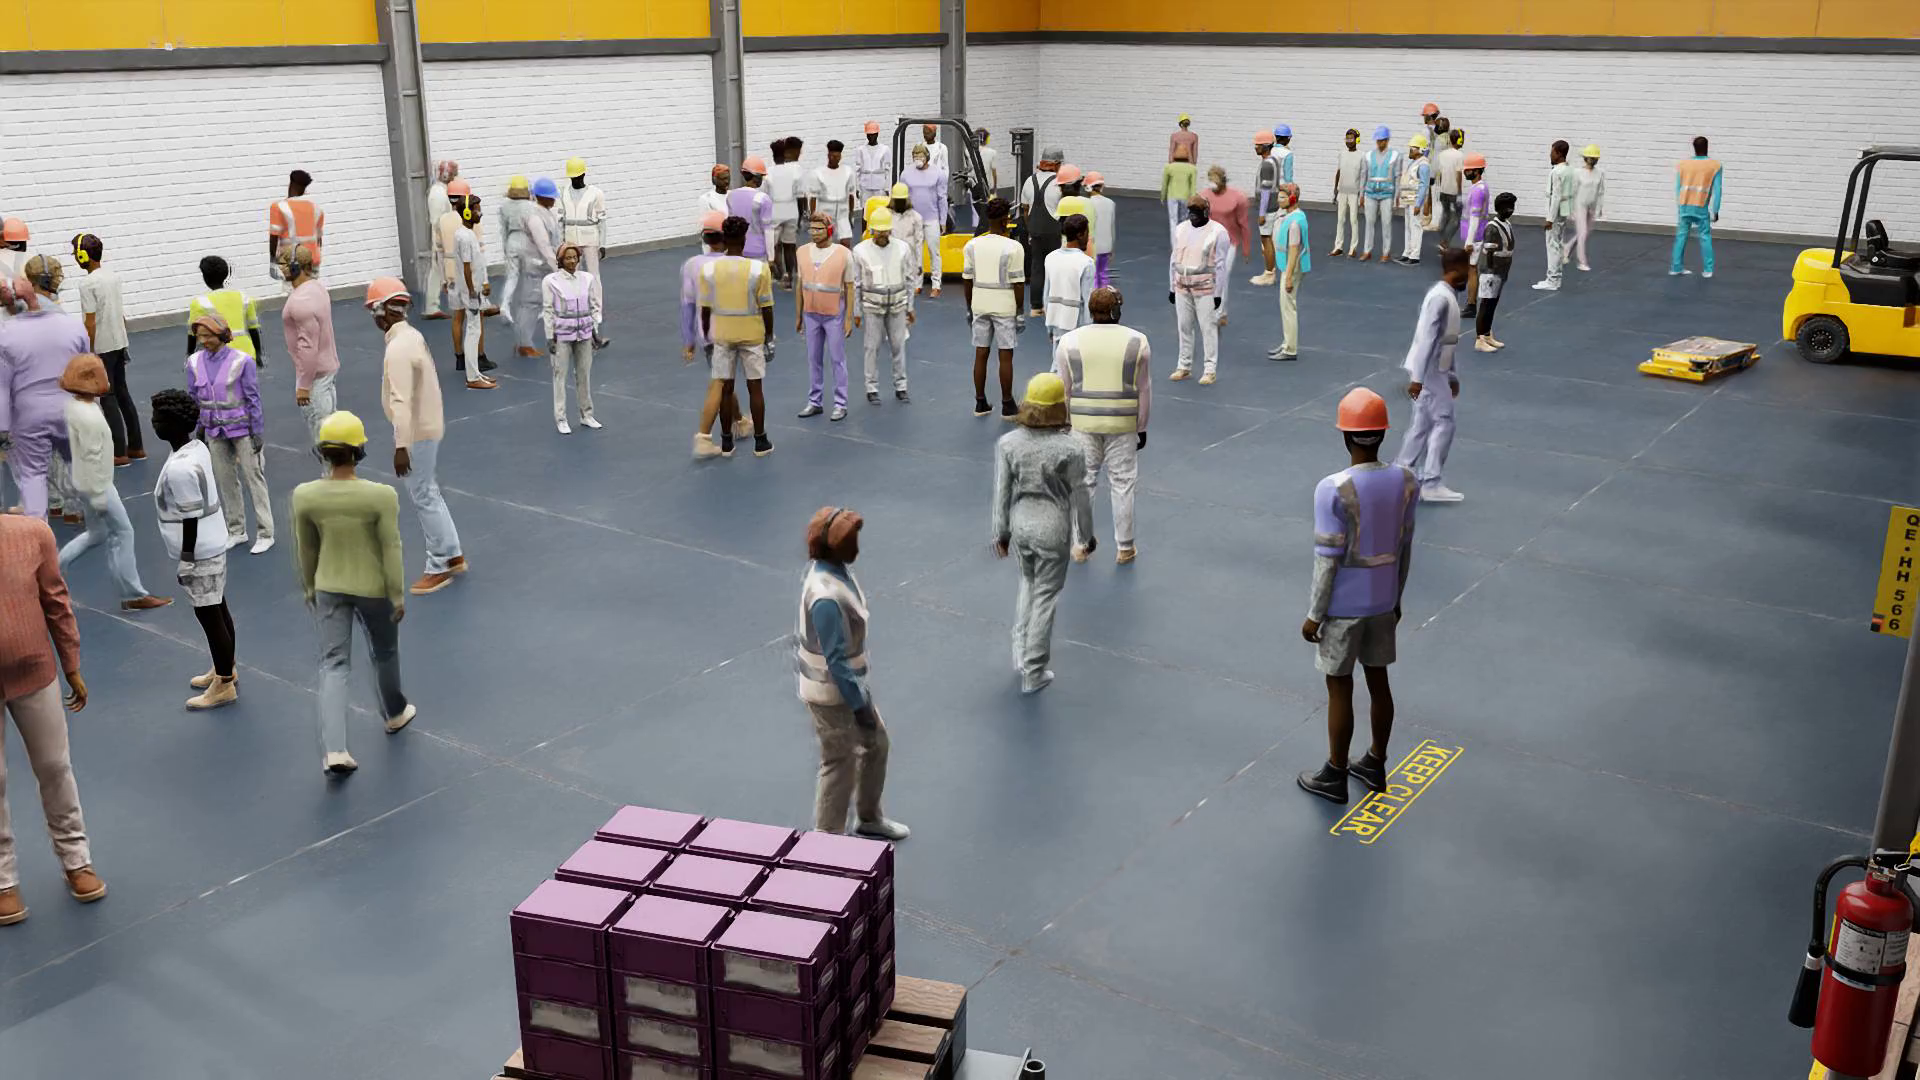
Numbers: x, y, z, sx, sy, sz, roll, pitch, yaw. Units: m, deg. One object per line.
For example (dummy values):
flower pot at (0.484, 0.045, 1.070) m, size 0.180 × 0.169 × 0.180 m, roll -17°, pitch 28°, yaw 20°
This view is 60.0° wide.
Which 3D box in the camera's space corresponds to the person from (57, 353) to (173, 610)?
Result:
person at (-5.236, -0.313, 9.932) m, size 0.698 × 1.610 × 0.507 m, roll -12°, pitch 21°, yaw -33°

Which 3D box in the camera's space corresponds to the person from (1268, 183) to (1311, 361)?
person at (3.454, -2.783, 17.298) m, size 0.388 × 1.835 × 0.572 m, roll 3°, pitch 18°, yaw 10°

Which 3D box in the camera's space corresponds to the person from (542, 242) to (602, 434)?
person at (-3.350, -1.749, 14.374) m, size 0.512 × 1.642 × 0.311 m, roll -15°, pitch 23°, yaw -39°

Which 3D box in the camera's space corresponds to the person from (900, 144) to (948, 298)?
person at (-0.463, -4.043, 21.090) m, size 0.641 × 1.927 × 0.381 m, roll 5°, pitch 18°, yaw 15°

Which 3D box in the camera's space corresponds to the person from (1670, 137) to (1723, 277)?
person at (10.069, -4.543, 22.741) m, size 0.616 × 1.879 × 0.456 m, roll 13°, pitch 22°, yaw 34°

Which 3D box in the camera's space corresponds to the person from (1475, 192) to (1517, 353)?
person at (5.724, -2.861, 17.768) m, size 0.319 × 1.693 × 0.533 m, roll 12°, pitch 21°, yaw 32°

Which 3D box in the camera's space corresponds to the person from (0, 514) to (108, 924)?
person at (-3.807, 0.566, 6.590) m, size 0.625 × 1.981 × 0.410 m, roll -16°, pitch 24°, yaw -40°

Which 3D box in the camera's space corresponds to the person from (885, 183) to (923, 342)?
person at (-0.642, -3.043, 18.280) m, size 0.490 × 1.723 × 0.598 m, roll 0°, pitch 18°, yaw -1°

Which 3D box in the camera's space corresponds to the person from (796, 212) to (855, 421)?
person at (-1.198, -1.992, 14.799) m, size 0.569 × 1.844 × 0.378 m, roll 8°, pitch 19°, yaw 23°

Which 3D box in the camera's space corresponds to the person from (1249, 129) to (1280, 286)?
person at (4.025, -4.399, 22.036) m, size 0.419 × 2.034 × 0.607 m, roll 5°, pitch 18°, yaw 15°

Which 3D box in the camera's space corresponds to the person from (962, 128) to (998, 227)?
person at (0.300, -5.325, 25.269) m, size 0.543 × 1.818 × 0.963 m, roll 1°, pitch 18°, yaw 2°

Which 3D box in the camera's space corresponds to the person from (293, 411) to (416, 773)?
person at (-2.934, 0.237, 8.025) m, size 0.530 × 1.728 × 0.895 m, roll 0°, pitch 18°, yaw -1°

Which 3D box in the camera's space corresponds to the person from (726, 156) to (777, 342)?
person at (-2.243, -3.150, 18.133) m, size 0.612 × 2.031 × 0.403 m, roll 12°, pitch 21°, yaw 32°

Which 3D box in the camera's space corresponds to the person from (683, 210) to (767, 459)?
person at (-1.943, -1.697, 13.668) m, size 0.615 × 1.989 × 1.074 m, roll 10°, pitch 20°, yaw 29°

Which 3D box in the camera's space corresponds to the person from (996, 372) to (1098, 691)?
person at (0.473, -0.052, 8.926) m, size 0.489 × 1.728 × 0.519 m, roll 11°, pitch 21°, yaw 31°

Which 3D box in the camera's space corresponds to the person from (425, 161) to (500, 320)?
person at (-5.870, -3.499, 19.492) m, size 1.007 × 1.846 × 0.660 m, roll -4°, pitch 18°, yaw -14°

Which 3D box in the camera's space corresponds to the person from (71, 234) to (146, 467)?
person at (-6.831, -1.508, 13.283) m, size 0.344 × 1.857 × 0.525 m, roll 1°, pitch 18°, yaw 3°

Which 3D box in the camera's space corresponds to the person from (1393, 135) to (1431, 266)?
person at (6.474, -4.851, 23.760) m, size 0.403 × 1.837 × 0.591 m, roll -1°, pitch 18°, yaw -2°

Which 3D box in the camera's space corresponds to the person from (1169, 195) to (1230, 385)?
person at (2.300, -2.440, 16.226) m, size 0.623 × 1.835 × 0.429 m, roll 15°, pitch 23°, yaw 39°

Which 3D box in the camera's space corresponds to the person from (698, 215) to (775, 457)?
person at (-1.805, -1.650, 13.536) m, size 0.609 × 1.964 × 0.367 m, roll 1°, pitch 18°, yaw 3°

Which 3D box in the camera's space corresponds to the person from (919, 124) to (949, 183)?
person at (-0.443, -5.443, 25.539) m, size 0.584 × 1.879 × 0.337 m, roll 12°, pitch 21°, yaw 33°

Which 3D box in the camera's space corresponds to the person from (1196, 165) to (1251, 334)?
person at (2.955, -3.303, 18.853) m, size 0.664 × 1.877 × 1.049 m, roll 10°, pitch 20°, yaw 27°

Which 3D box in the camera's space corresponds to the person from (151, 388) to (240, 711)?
person at (-3.988, 0.044, 8.675) m, size 0.318 × 1.697 × 0.533 m, roll -6°, pitch 19°, yaw -17°

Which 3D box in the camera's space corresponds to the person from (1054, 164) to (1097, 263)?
person at (1.184, -2.864, 17.261) m, size 0.477 × 2.019 × 0.636 m, roll 8°, pitch 19°, yaw 23°

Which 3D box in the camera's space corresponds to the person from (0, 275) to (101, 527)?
person at (-6.167, -0.861, 11.237) m, size 0.674 × 1.875 × 0.720 m, roll 16°, pitch 23°, yaw 40°

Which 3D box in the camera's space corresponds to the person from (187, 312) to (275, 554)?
person at (-4.899, -0.717, 11.162) m, size 0.521 × 1.631 × 0.323 m, roll 4°, pitch 18°, yaw 11°

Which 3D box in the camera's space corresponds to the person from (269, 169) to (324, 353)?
person at (-7.069, -2.980, 17.755) m, size 0.477 × 1.925 × 0.654 m, roll 10°, pitch 20°, yaw 28°

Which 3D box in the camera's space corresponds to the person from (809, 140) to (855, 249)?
person at (-1.619, -4.174, 21.481) m, size 0.652 × 1.928 × 0.814 m, roll -6°, pitch 19°, yaw -19°

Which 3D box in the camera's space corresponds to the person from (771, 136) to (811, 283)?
person at (-2.245, -4.453, 22.387) m, size 0.998 × 1.907 × 0.612 m, roll -14°, pitch 23°, yaw -38°

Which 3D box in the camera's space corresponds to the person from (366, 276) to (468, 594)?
person at (-3.397, -0.638, 10.382) m, size 0.459 × 1.972 × 0.824 m, roll -5°, pitch 18°, yaw -14°

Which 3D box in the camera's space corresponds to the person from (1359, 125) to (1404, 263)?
person at (6.075, -4.994, 24.033) m, size 0.613 × 1.947 × 0.399 m, roll 10°, pitch 20°, yaw 28°

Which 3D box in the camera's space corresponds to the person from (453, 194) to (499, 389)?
person at (-4.684, -2.381, 16.000) m, size 0.325 × 1.862 × 0.511 m, roll -5°, pitch 18°, yaw -15°

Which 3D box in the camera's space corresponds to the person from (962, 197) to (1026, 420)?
person at (0.315, -2.056, 14.805) m, size 0.608 × 1.966 × 0.374 m, roll 11°, pitch 21°, yaw 30°
